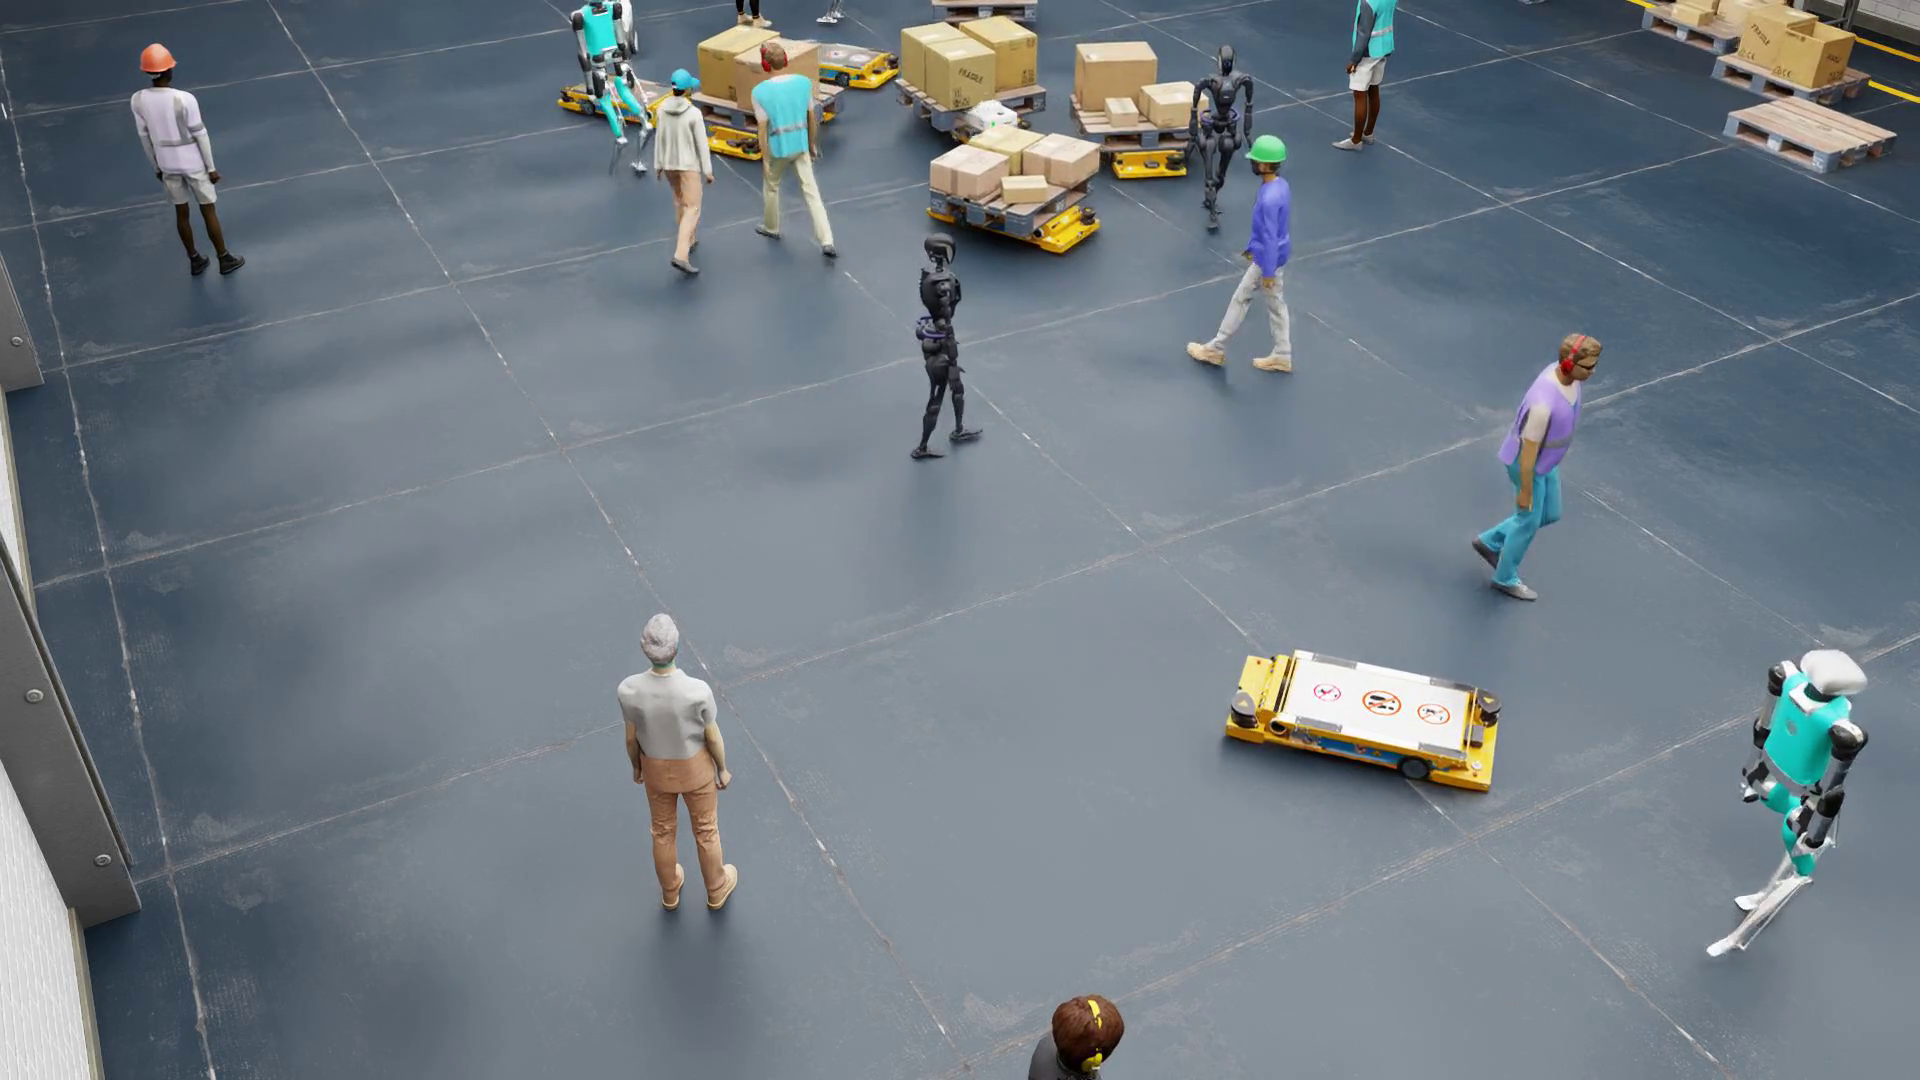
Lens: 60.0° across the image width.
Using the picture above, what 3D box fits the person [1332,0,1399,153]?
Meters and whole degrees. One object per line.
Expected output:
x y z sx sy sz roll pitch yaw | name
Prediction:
3.942 -4.685 15.949 0.417 1.941 0.554 27 43 33 | person

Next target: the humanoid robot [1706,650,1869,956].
3.990 1.205 7.731 0.764 1.789 0.559 -10 36 -14 | humanoid robot

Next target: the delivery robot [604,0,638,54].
-3.896 -5.810 18.771 0.499 0.606 0.807 -2 35 -3 | delivery robot

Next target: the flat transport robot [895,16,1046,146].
0.111 -4.282 16.829 0.659 0.231 1.431 -17 39 -23 | flat transport robot

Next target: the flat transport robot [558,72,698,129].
-3.399 -4.538 17.196 1.431 0.231 0.659 18 39 24 | flat transport robot

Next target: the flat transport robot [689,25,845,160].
-1.909 -4.168 16.667 0.659 0.231 1.431 18 39 24 | flat transport robot

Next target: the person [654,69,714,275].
-2.352 -3.080 13.915 0.510 1.640 0.736 11 37 16 | person

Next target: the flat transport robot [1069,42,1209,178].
1.739 -3.901 16.286 0.659 0.231 1.431 -4 35 -6 | flat transport robot

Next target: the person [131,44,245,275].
-6.400 -3.113 13.707 0.545 1.938 0.373 2 35 3 | person

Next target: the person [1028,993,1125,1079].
0.418 2.316 6.021 0.388 1.866 0.492 -5 35 -7 | person

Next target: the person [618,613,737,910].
-1.334 1.071 7.896 0.480 1.749 0.318 2 35 3 | person

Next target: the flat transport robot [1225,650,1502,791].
2.262 0.982 9.314 1.431 0.231 0.659 11 37 15 | flat transport robot

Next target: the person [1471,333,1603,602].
3.471 -0.449 10.000 0.443 1.819 0.596 20 39 26 | person

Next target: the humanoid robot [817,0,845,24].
-1.474 -6.826 19.120 0.720 1.723 0.530 14 37 19 | humanoid robot

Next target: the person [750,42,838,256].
-1.440 -3.297 14.103 0.596 1.790 0.939 -20 40 -26 | person

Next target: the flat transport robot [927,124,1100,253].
0.471 -2.926 14.893 1.431 0.231 0.659 21 40 27 | flat transport robot

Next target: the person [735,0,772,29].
-2.450 -6.750 19.107 0.535 1.696 0.322 28 44 34 | person

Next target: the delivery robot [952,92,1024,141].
0.254 -4.105 16.332 0.499 0.600 0.801 -22 41 -28 | delivery robot

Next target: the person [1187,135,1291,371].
2.165 -2.127 12.386 0.885 1.835 0.485 12 37 17 | person

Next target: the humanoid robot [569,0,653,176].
-3.134 -4.165 15.415 0.532 1.811 0.793 -29 44 -34 | humanoid robot

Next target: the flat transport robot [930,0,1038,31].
0.272 -6.079 19.396 0.659 0.231 1.431 -1 35 -2 | flat transport robot

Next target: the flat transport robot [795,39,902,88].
-1.412 -5.201 18.142 1.431 0.231 0.659 15 38 21 | flat transport robot

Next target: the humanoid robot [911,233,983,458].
-0.083 -1.326 11.384 0.556 1.643 0.585 -7 36 -10 | humanoid robot

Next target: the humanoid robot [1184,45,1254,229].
2.295 -3.555 14.593 0.611 1.623 0.739 -4 35 -6 | humanoid robot
